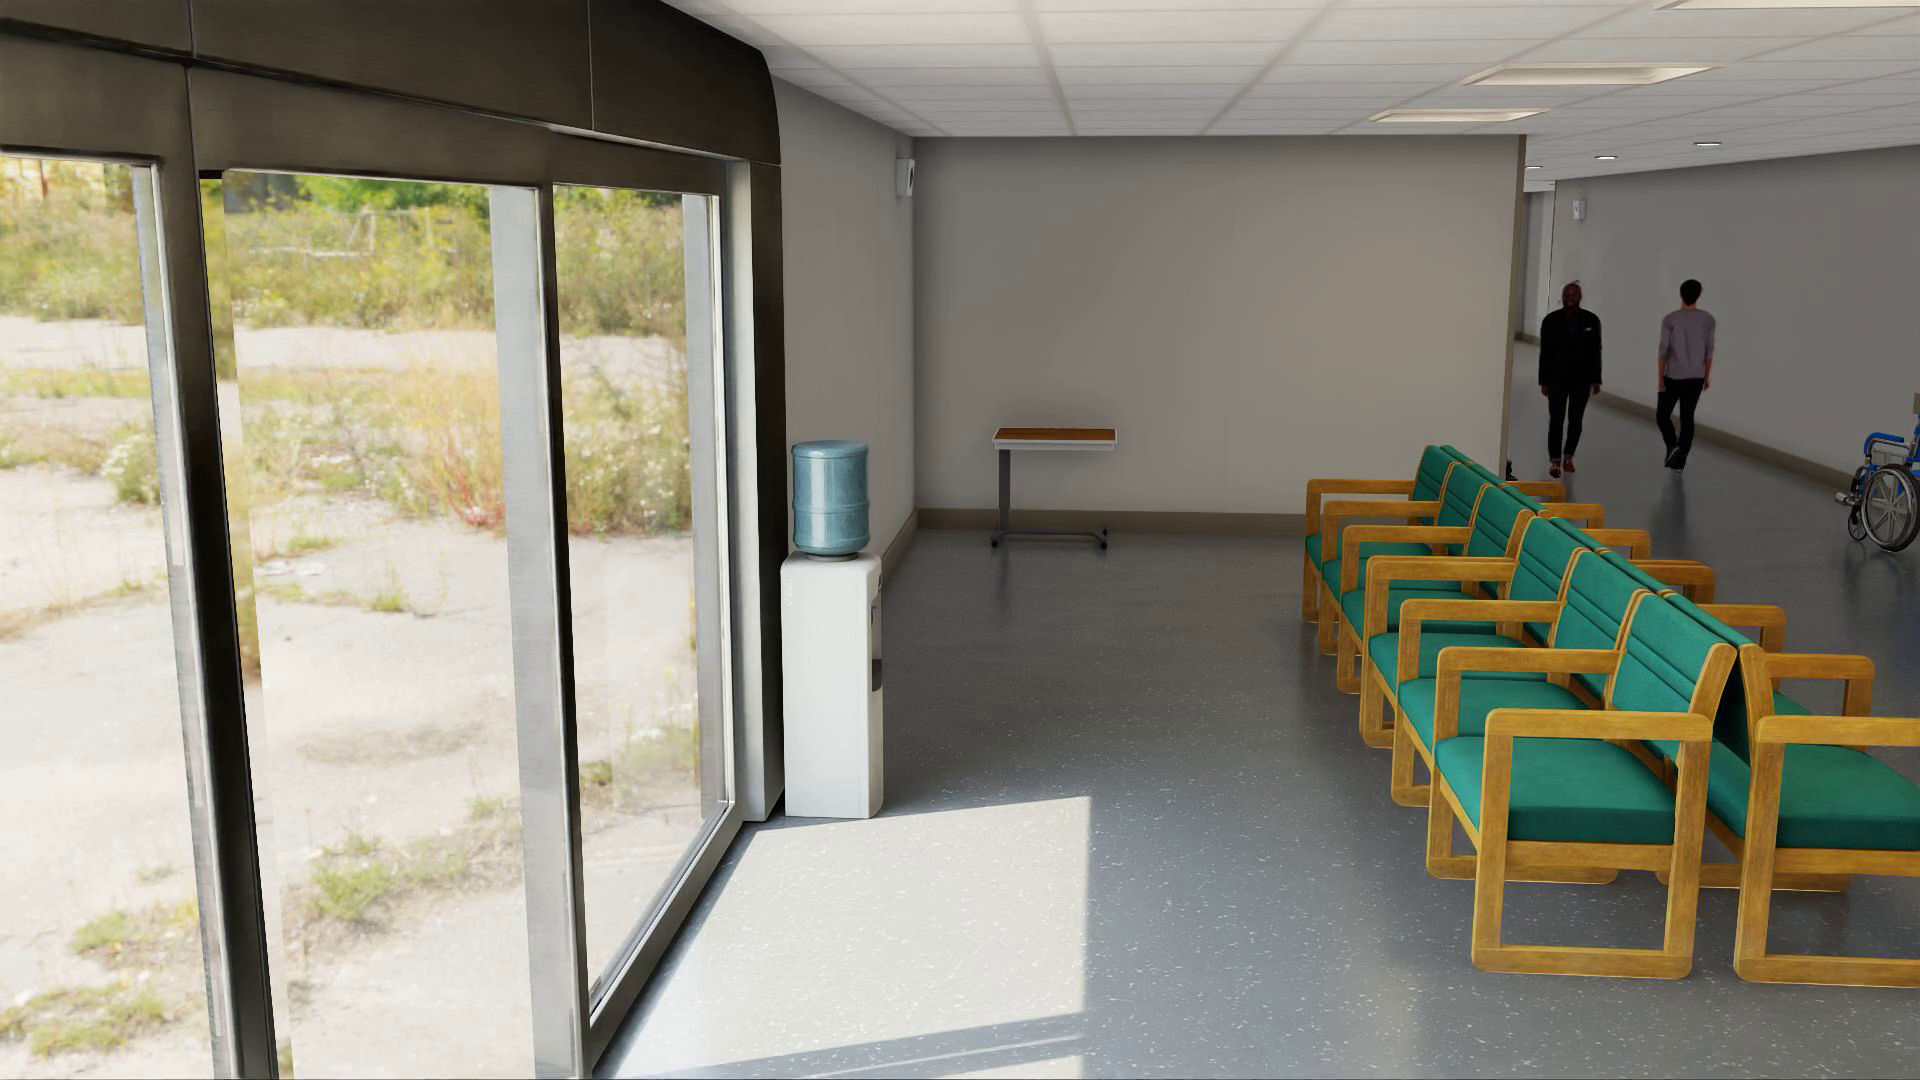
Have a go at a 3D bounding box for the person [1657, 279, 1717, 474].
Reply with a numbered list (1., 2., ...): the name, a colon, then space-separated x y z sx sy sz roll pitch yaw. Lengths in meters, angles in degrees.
1. person: 6.849 -1.525 15.694 0.753 1.828 0.749 2 11 9

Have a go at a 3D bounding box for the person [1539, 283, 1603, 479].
1. person: 5.693 -1.463 15.510 1.151 1.774 0.943 3 11 17
